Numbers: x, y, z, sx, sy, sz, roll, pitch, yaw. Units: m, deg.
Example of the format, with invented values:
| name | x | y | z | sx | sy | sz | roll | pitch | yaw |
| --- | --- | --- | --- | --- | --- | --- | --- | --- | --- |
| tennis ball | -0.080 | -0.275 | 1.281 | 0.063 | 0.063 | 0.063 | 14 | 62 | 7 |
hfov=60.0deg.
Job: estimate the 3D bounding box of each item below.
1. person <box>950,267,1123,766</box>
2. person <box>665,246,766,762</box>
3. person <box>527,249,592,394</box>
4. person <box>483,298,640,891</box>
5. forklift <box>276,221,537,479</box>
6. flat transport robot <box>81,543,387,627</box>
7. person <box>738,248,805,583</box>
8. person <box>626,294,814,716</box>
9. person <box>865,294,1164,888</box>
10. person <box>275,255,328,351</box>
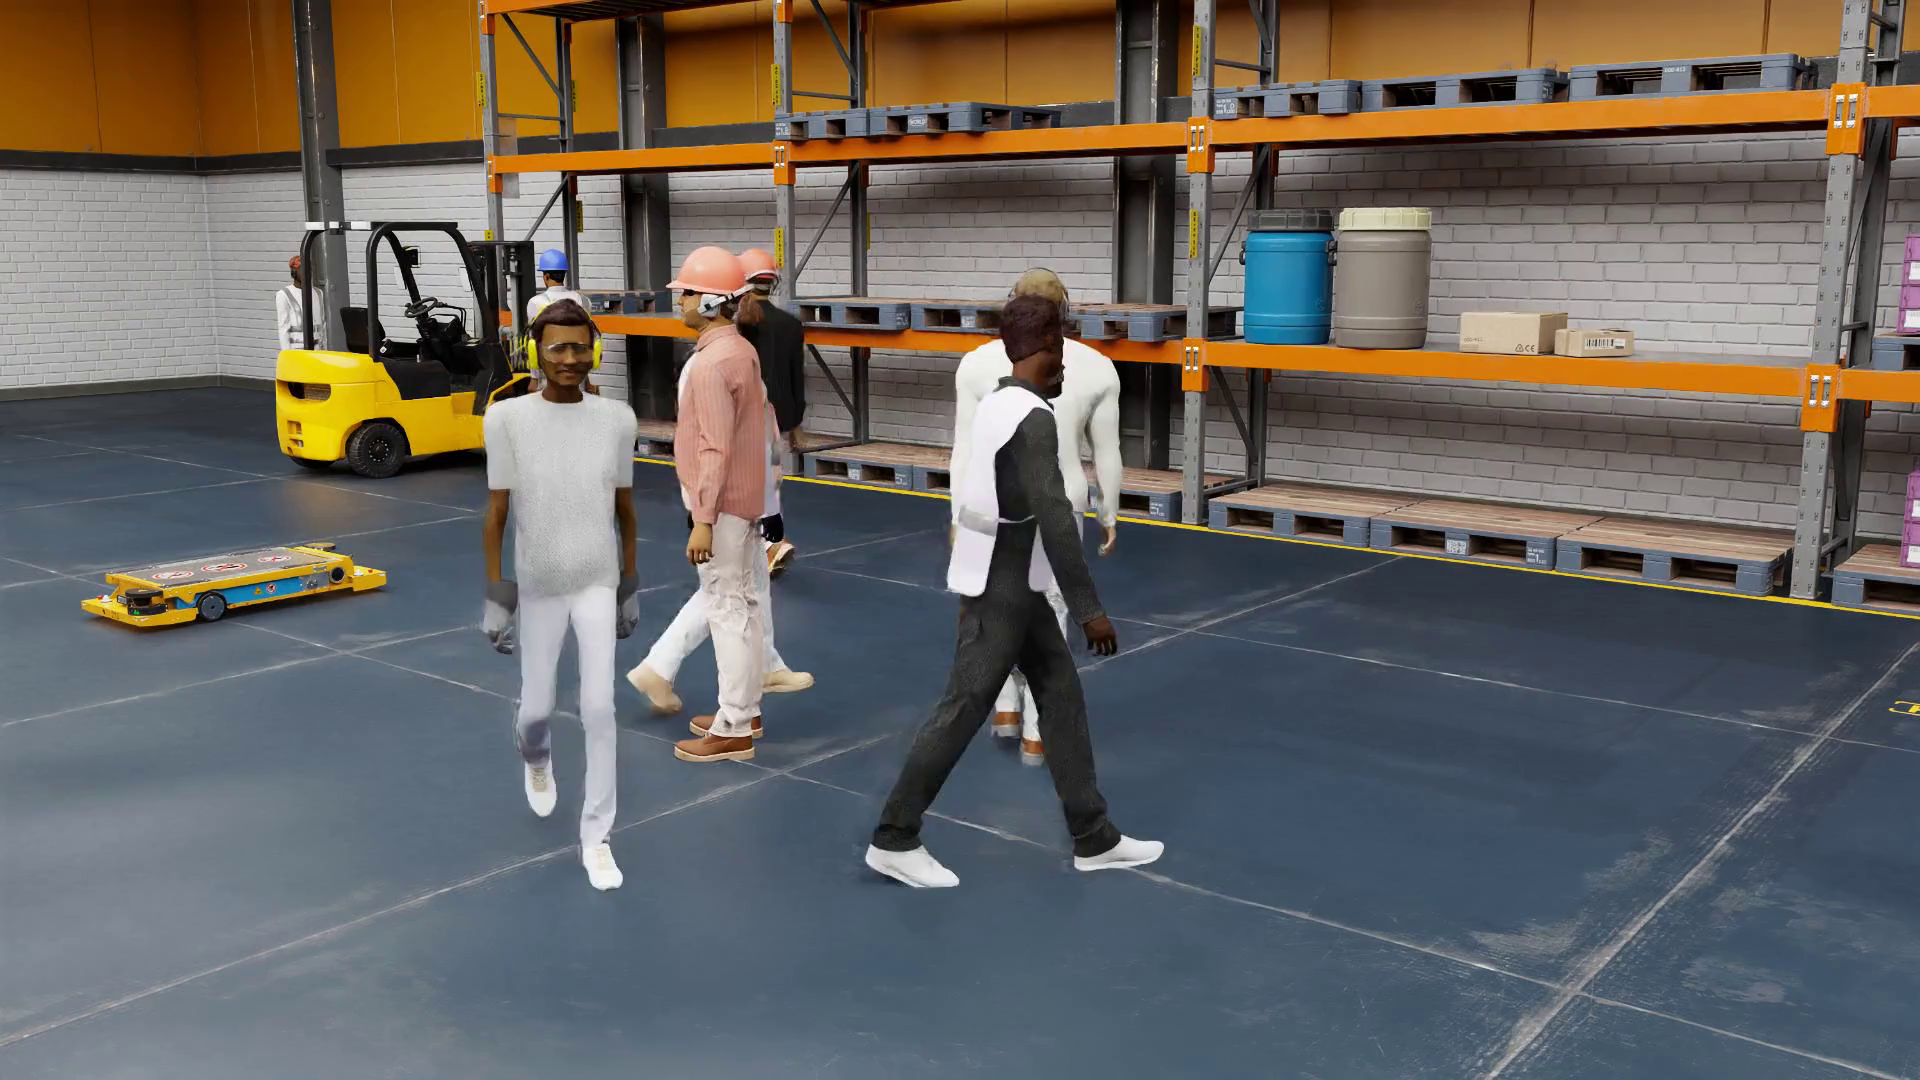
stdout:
| name | x | y | z | sx | sy | sz | roll | pitch | yaw |
| --- | --- | --- | --- | --- | --- | --- | --- | --- | --- |
| person | 0.303 | -0.107 | 6.554 | 0.672 | 1.911 | 0.668 | 0 | 10 | 2 |
| person | -0.939 | -0.137 | 6.509 | 0.375 | 1.997 | 0.612 | 1 | 10 | 3 |
| person | -3.195 | -1.335 | 13.281 | 0.388 | 1.947 | 0.615 | 8 | 13 | 37 |
| person | -1.293 | 0.140 | 5.394 | 0.524 | 1.851 | 0.780 | -4 | 11 | -22 |
| forklift | -4.922 | -1.741 | 14.854 | 1.214 | 2.155 | 2.313 | 8 | 13 | 38 |
| flat transport robot | -4.015 | 0.231 | 9.258 | 0.652 | 0.197 | 1.431 | 8 | 13 | 38 |
| person | -1.139 | -0.692 | 9.643 | 0.636 | 1.974 | 0.575 | -9 | 13 | -40 |
| person | -1.052 | -0.157 | 7.172 | 0.835 | 1.819 | 0.619 | -5 | 11 | -24 |
| person | 0.147 | 0.171 | 5.219 | 0.982 | 1.861 | 0.618 | -1 | 10 | -3 |
| person | -6.419 | -1.838 | 16.288 | 0.351 | 1.878 | 0.568 | 4 | 11 | 21 |
